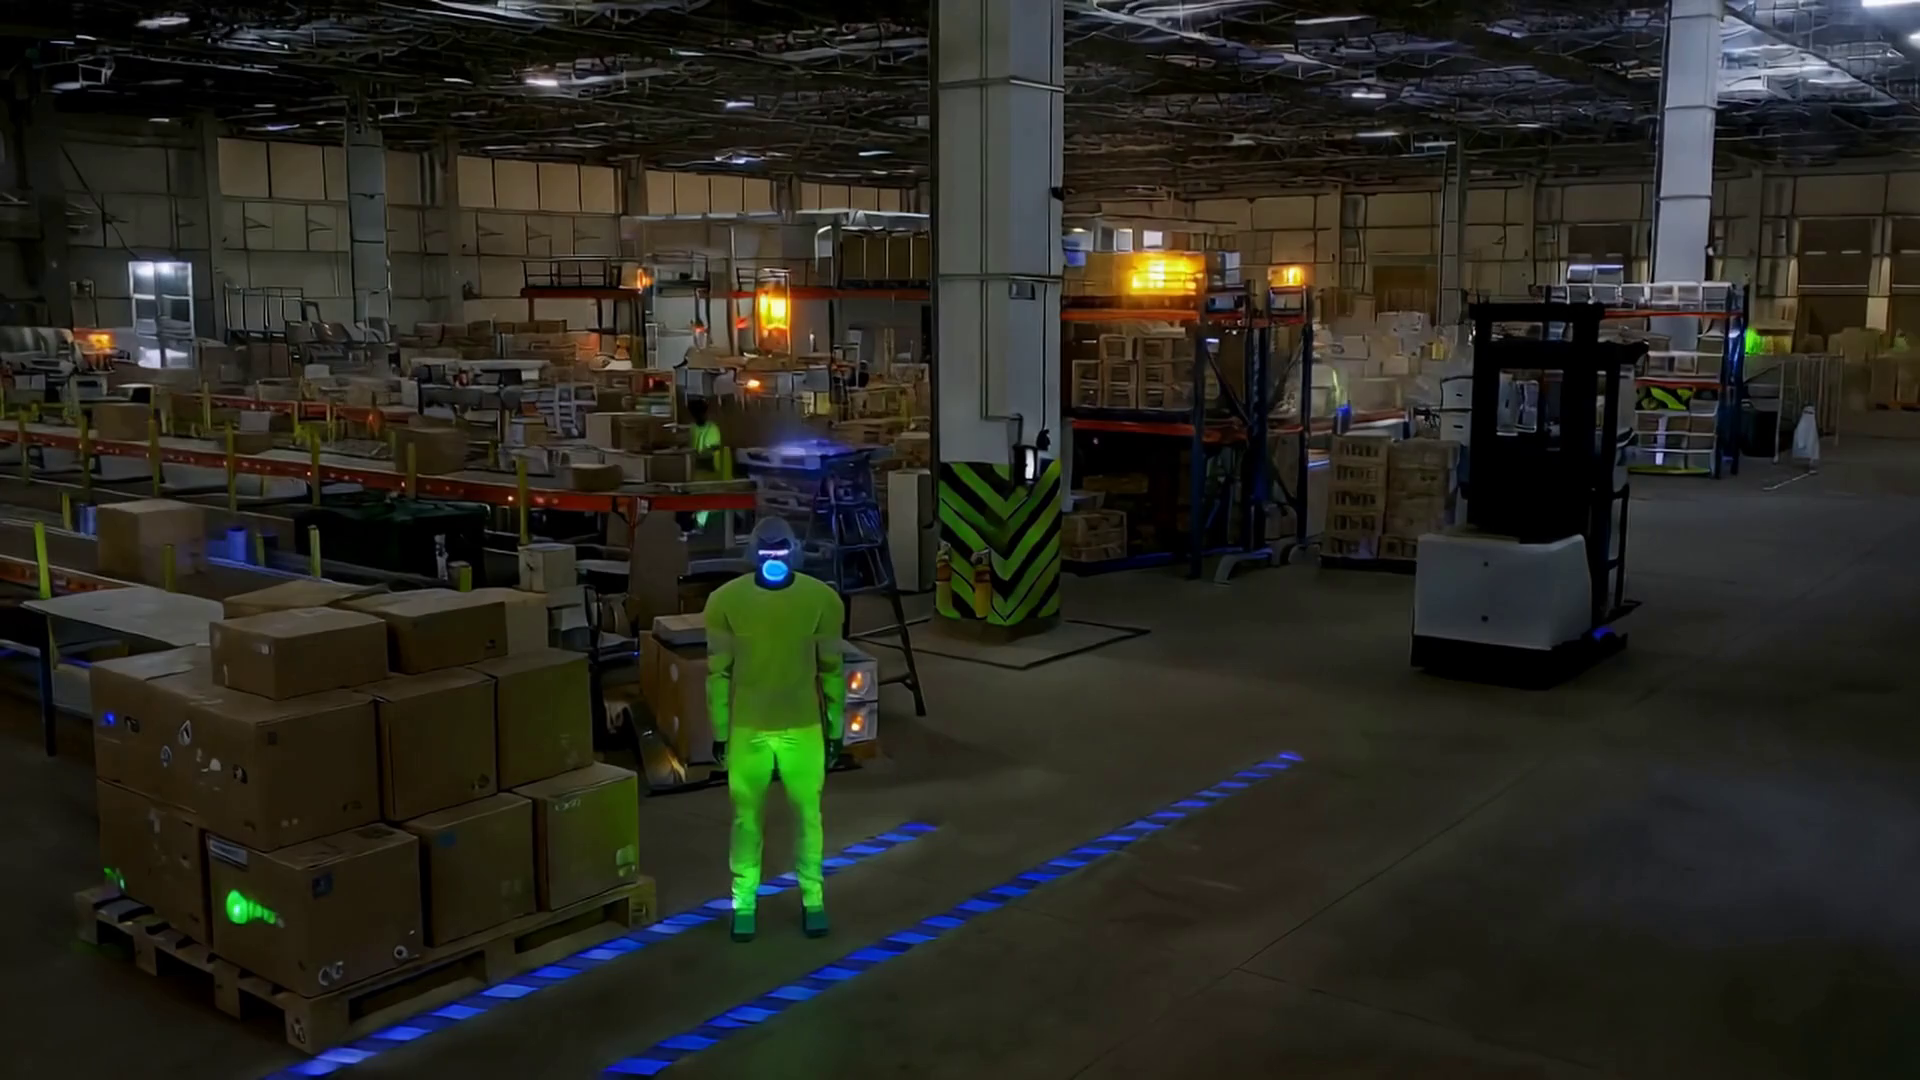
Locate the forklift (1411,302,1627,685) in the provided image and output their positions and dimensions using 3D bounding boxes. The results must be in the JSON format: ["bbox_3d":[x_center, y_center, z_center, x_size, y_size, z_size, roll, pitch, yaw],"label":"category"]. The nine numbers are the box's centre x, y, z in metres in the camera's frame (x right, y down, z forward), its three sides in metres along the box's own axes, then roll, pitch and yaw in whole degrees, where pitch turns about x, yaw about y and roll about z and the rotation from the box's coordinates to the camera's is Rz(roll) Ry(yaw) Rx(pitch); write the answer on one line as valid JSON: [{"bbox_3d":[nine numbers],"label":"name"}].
[{"bbox_3d":[4.379,-0.438,12.852,1.129,2.768,1.873,7,11,37],"label":"forklift"}]

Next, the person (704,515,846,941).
[{"bbox_3d":[-0.823,0.839,7.456,0.624,1.931,0.377,-1,9,-8],"label":"person"}]

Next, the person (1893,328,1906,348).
[{"bbox_3d":[28.393,-5.493,50.405,0.542,1.844,0.393,-4,9,-24],"label":"person"}]

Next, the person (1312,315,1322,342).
[{"bbox_3d":[15.974,-9.140,74.715,0.578,1.925,0.433,5,10,30],"label":"person"}]

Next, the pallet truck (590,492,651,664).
[{"bbox_3d":[-3.115,0.344,12.883,0.653,1.274,1.630,7,11,37],"label":"pallet truck"}]

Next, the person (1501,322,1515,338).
[{"bbox_3d":[16.957,-5.784,51.855,0.622,1.993,0.382,7,11,39],"label":"person"}]

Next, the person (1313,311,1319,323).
[{"bbox_3d":[18.430,-10.887,86.257,0.626,1.992,0.387,7,11,39],"label":"person"}]

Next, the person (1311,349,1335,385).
[{"bbox_3d":[7.028,-2.824,32.501,0.613,1.812,0.459,7,11,38],"label":"person"}]

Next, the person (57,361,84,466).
[{"bbox_3d":[-14.971,-2.129,27.985,0.331,1.768,0.526,-5,10,-31],"label":"person"}]

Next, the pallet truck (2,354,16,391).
[{"bbox_3d":[-24.881,-4.417,42.634,1.885,1.965,0.823,8,11,41],"label":"pallet truck"}]

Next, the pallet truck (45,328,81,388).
[{"bbox_3d":[-23.775,-4.544,43.495,1.885,1.965,0.823,6,10,35],"label":"pallet truck"}]

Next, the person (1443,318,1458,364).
[{"bbox_3d":[20.098,-8.166,68.216,0.615,1.899,0.482,5,10,29],"label":"person"}]

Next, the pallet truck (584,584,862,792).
[{"bbox_3d":[-1.426,0.805,10.019,1.601,1.201,0.680,-4,9,-26],"label":"pallet truck"}]

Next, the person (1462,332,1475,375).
[{"bbox_3d":[15.269,-5.346,49.785,0.566,1.737,0.390,-5,10,-32],"label":"person"}]

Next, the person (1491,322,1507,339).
[{"bbox_3d":[16.026,-5.459,49.517,0.538,2.000,0.684,-7,11,-41],"label":"person"}]

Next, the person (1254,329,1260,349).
[{"bbox_3d":[15.486,-10.835,86.444,0.429,1.844,0.630,5,10,32],"label":"person"}]

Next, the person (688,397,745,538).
[{"bbox_3d":[-2.957,-0.874,19.824,0.613,1.671,0.548,-8,12,-43],"label":"person"}]
